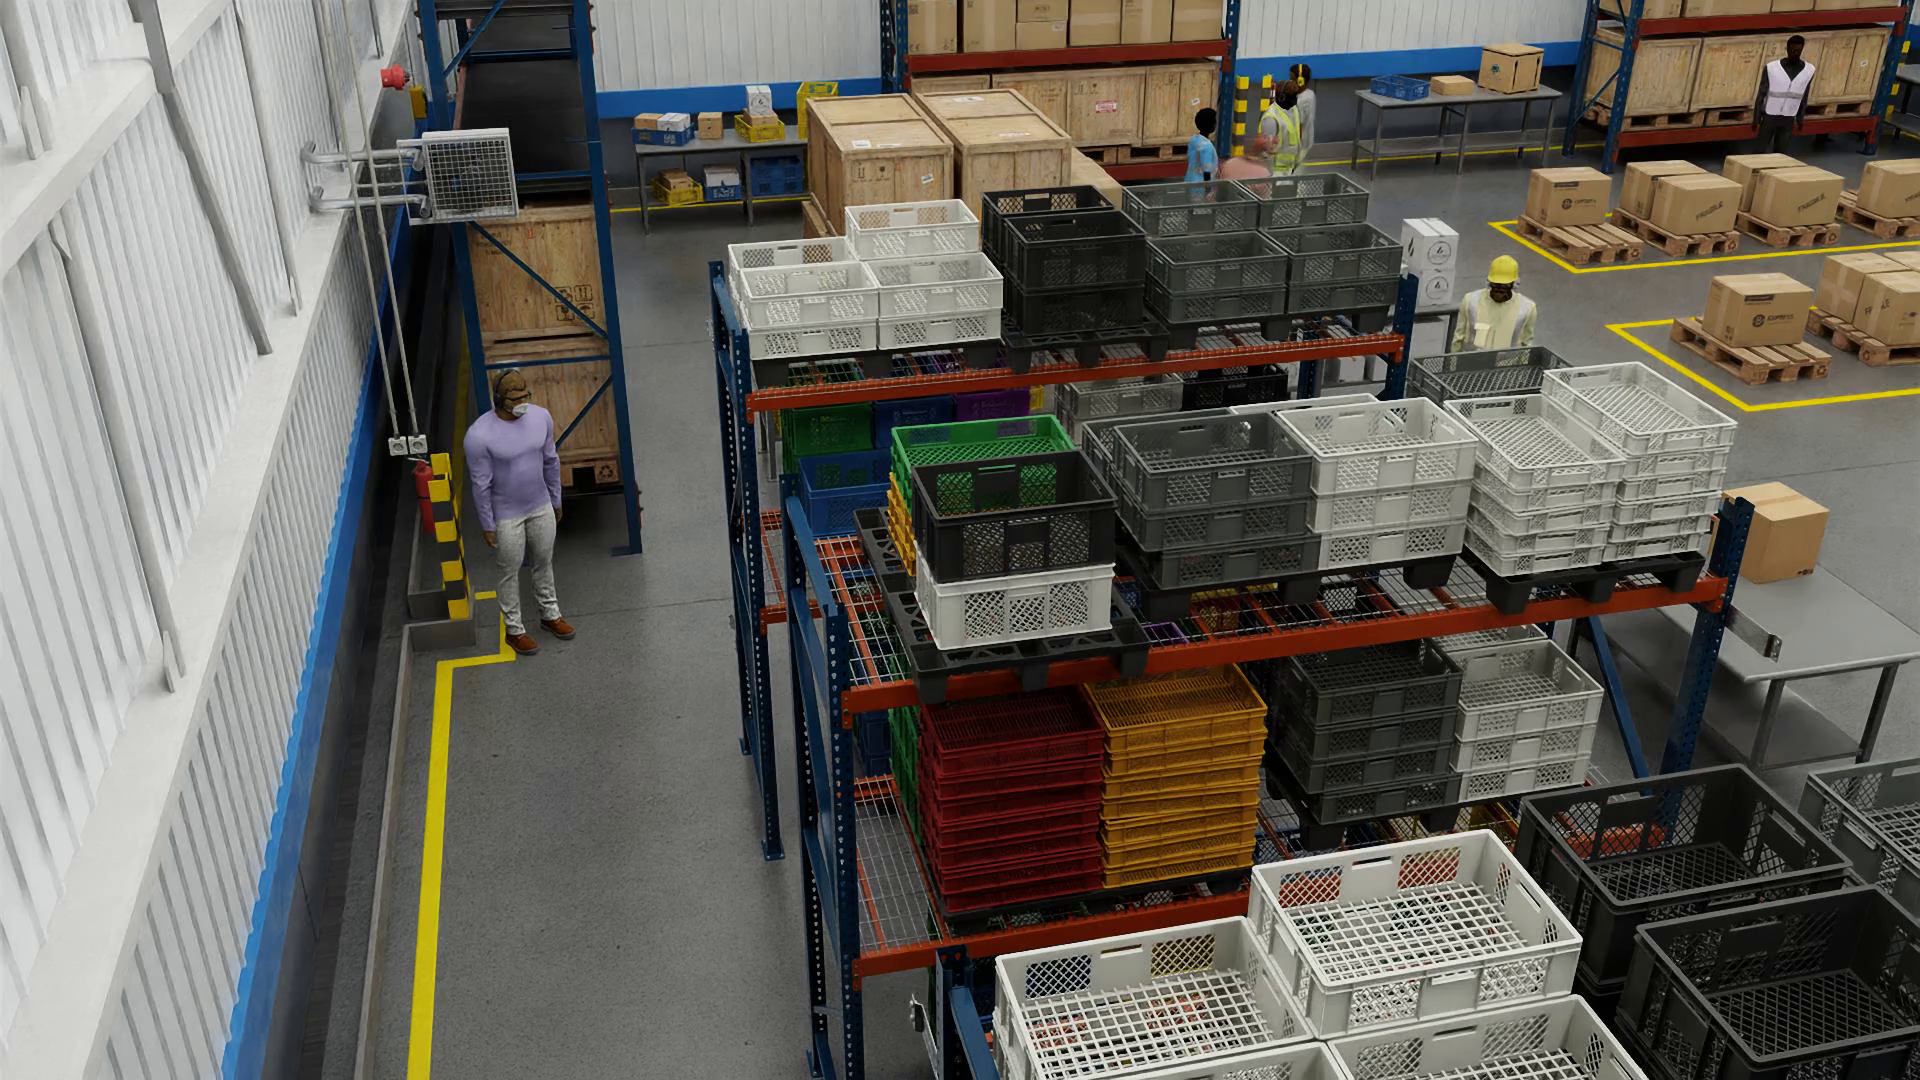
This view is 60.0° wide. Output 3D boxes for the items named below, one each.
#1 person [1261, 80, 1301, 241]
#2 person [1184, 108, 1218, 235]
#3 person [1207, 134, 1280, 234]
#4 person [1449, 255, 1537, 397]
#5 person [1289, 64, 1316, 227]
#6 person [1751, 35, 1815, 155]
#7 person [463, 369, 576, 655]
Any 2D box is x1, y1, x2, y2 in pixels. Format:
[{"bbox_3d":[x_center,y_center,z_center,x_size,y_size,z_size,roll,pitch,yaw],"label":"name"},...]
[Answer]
[{"bbox_3d":[3.471,-4.078,18.097,0.431,1.836,0.619,18,33,30],"label":"person"},{"bbox_3d":[2.532,-3.695,17.507,0.320,1.697,0.531,-5,28,-10],"label":"person"},{"bbox_3d":[2.707,-2.954,15.937,0.540,1.863,0.683,-17,32,-29],"label":"person"},{"bbox_3d":[4.078,-1.314,12.846,0.591,1.833,0.403,9,29,16],"label":"person"},{"bbox_3d":[3.810,-4.404,18.691,0.346,1.853,0.524,14,31,24],"label":"person"},{"bbox_3d":[9.763,-5.046,19.836,0.597,1.917,0.378,3,28,5],"label":"person"},{"bbox_3d":[-2.798,-0.193,10.619,0.374,1.933,0.625,23,36,37],"label":"person"}]
